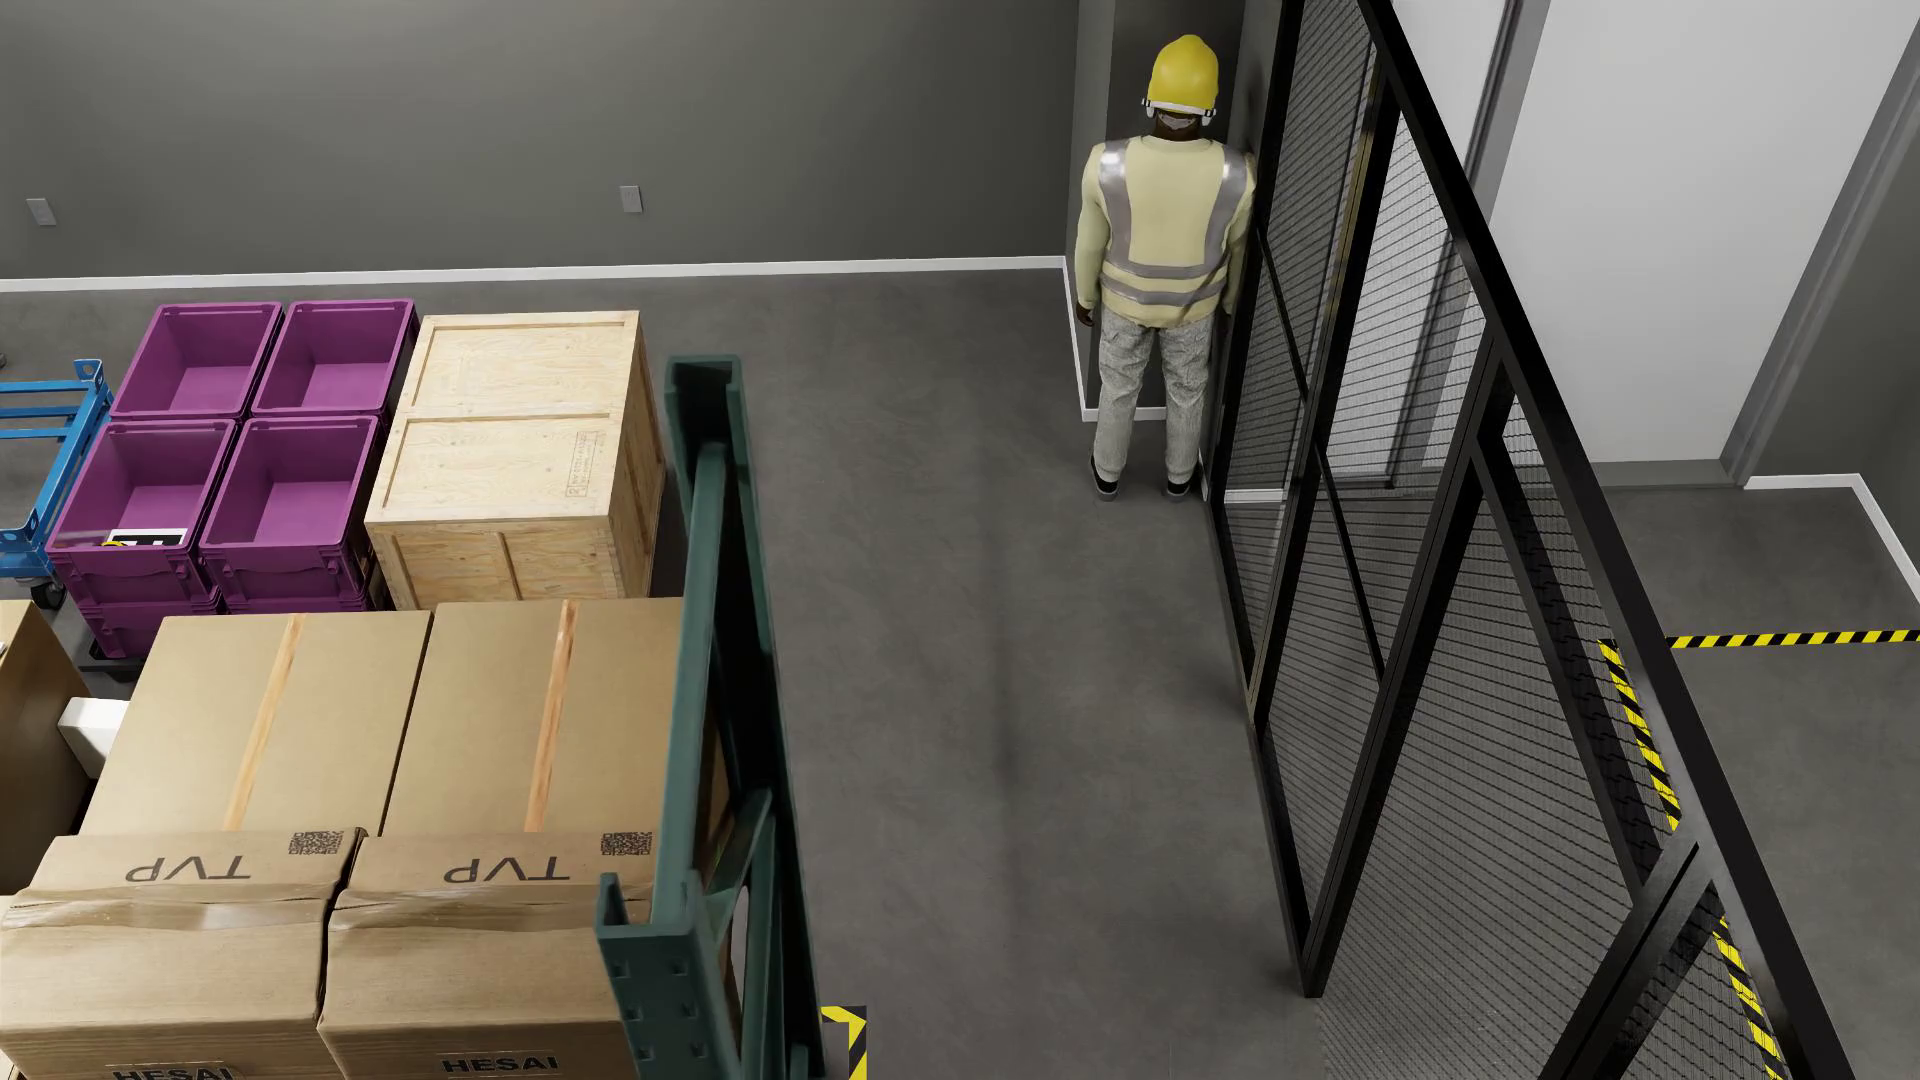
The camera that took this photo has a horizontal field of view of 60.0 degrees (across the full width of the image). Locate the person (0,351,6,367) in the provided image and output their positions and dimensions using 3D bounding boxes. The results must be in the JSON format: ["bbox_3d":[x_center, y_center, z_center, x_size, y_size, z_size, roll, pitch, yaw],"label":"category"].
[{"bbox_3d":[-4.028,-1.267,5.966,0.357,1.938,0.637,-4,46,-3],"label":"person"}]

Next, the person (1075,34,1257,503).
[{"bbox_3d":[0.684,-0.858,5.648,0.600,1.831,0.404,3,46,3],"label":"person"}]
